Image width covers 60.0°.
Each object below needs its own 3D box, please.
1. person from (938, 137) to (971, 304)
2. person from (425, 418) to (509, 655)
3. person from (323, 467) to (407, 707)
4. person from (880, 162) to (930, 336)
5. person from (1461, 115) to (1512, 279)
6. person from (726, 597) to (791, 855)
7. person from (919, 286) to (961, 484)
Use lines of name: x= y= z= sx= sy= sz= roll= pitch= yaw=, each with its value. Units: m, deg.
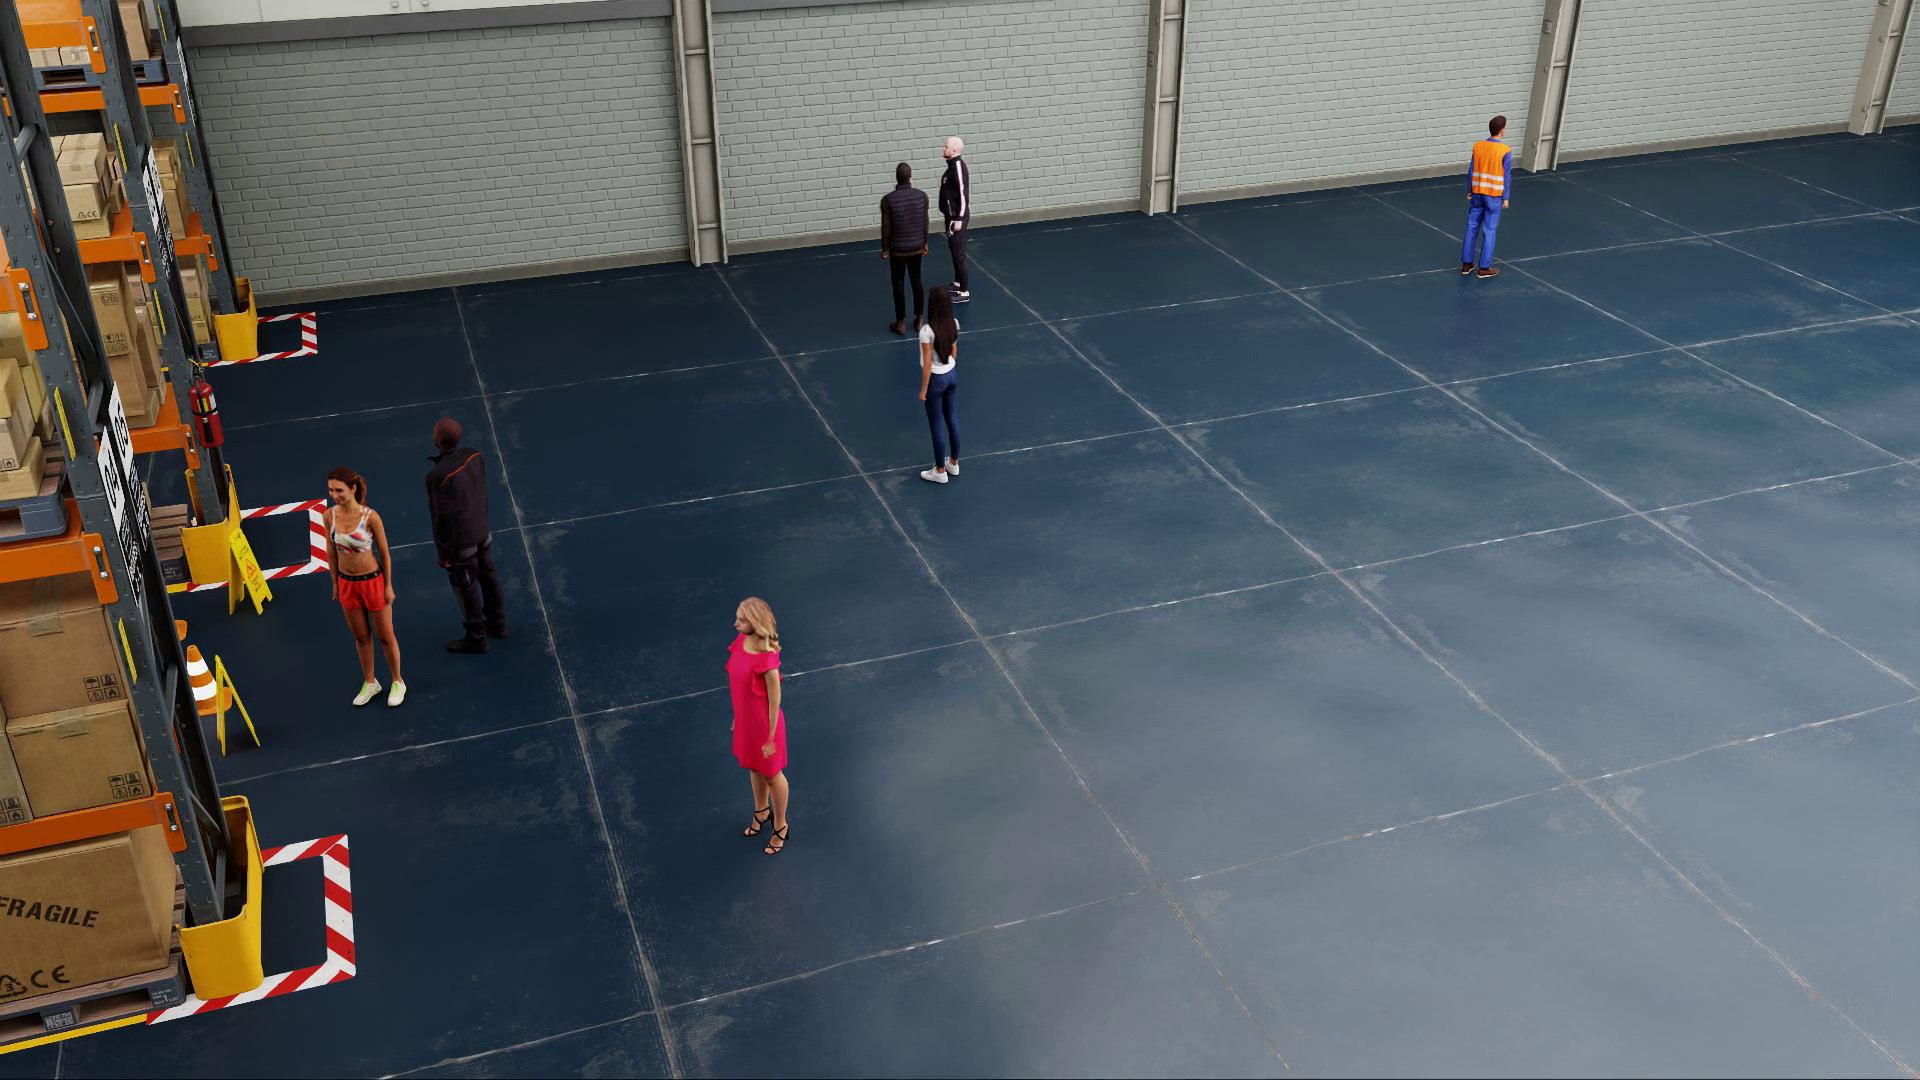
person: x=-0.037 y=-3.575 z=18.520 sx=0.648 sy=1.836 sz=0.733 roll=-4 pitch=28 yaw=-7
person: x=-3.531 y=-0.043 z=11.898 sx=0.835 sy=1.826 sz=0.780 roll=12 pitch=30 yaw=21
person: x=-4.035 y=0.312 z=11.270 sx=0.607 sy=1.790 sz=0.716 roll=2 pitch=28 yaw=4
person: x=-0.578 y=-3.095 z=17.618 sx=0.489 sy=1.835 sz=0.743 roll=-10 pitch=30 yaw=-18
person: x=6.107 y=-3.984 z=19.258 sx=0.755 sy=1.864 sz=0.771 roll=-25 pitch=37 yaw=-38
person: x=-1.184 y=1.083 z=9.887 sx=0.637 sy=1.729 sz=0.636 roll=-21 pitch=34 yaw=-34
person: x=-0.165 y=-1.353 z=14.412 sx=0.729 sy=1.774 sz=0.614 roll=22 pitch=35 yaw=35
